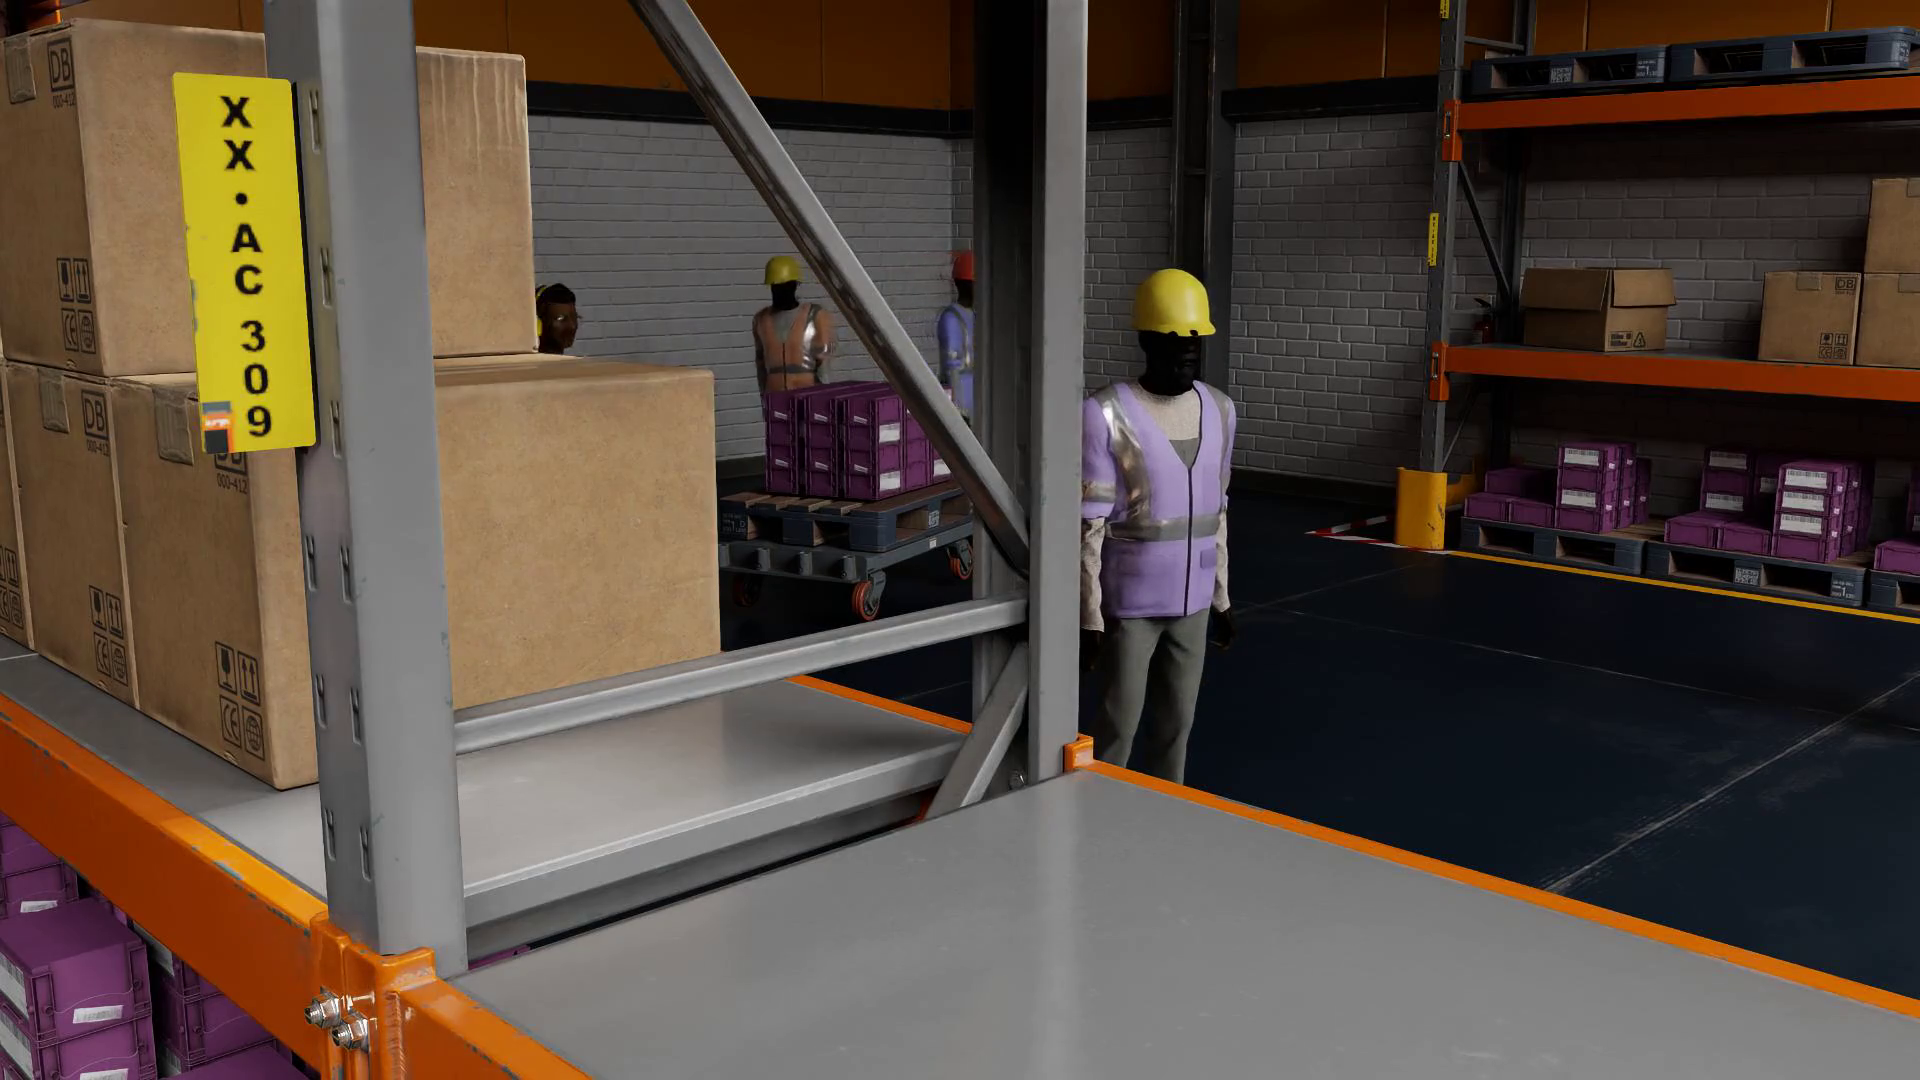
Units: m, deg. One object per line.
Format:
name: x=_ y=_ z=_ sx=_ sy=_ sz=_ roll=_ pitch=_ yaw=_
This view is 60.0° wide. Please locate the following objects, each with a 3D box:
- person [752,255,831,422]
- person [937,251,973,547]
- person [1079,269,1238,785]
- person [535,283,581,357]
person: x=-1.097 y=-0.971 z=11.224 sx=0.590 sy=1.900 sz=0.766 roll=3 pitch=11 yaw=16
person: x=0.122 y=-0.867 z=10.602 sx=0.615 sy=1.918 sz=0.586 roll=5 pitch=12 yaw=26
person: x=0.596 y=0.167 z=4.945 sx=0.594 sy=1.924 sz=0.382 roll=-7 pitch=12 yaw=-32
person: x=-1.778 y=-0.210 z=7.319 sx=0.999 sy=1.817 sz=0.557 roll=7 pitch=12 yaw=32
